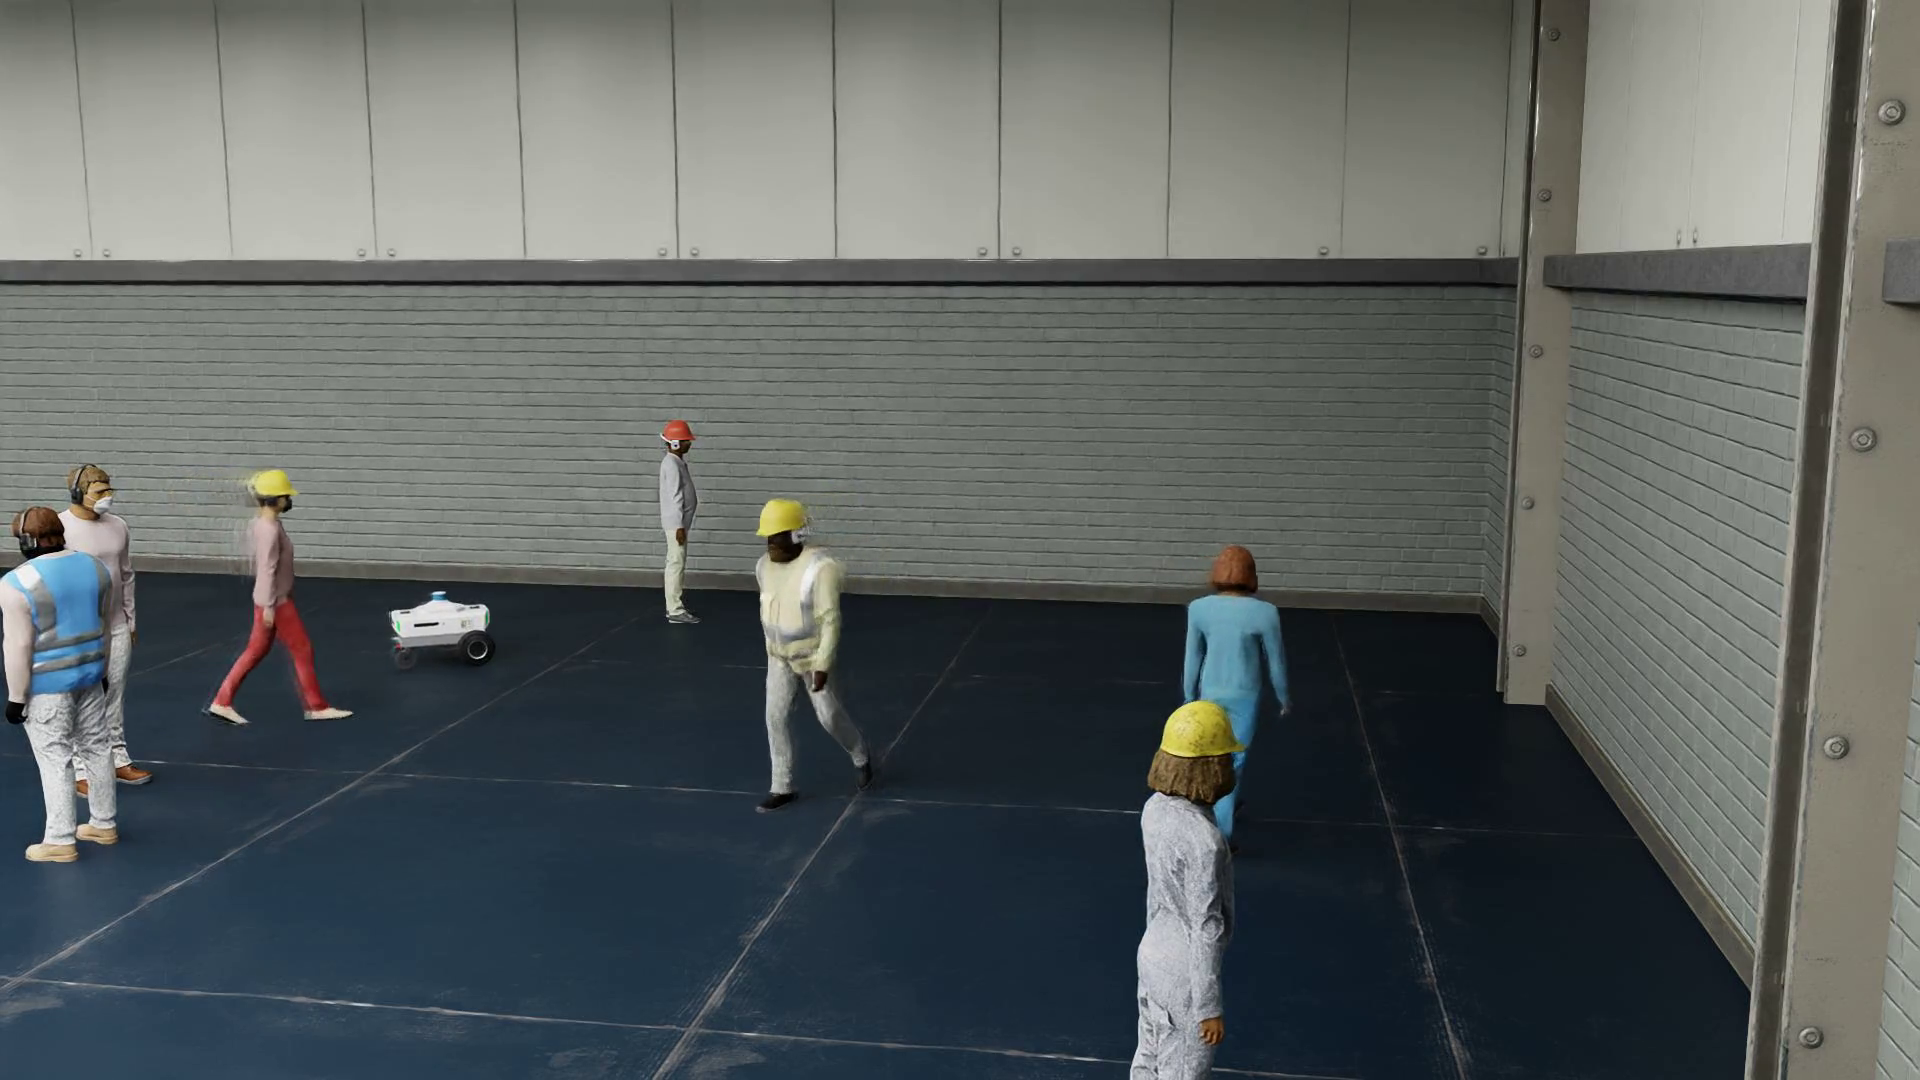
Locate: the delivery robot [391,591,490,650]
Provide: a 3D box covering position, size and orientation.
[{"bbox_3d":[-4.006,0.640,12.817,0.707,0.478,0.477,-4,10,-24],"label":"delivery robot"}]

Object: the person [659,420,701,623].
[{"bbox_3d":[-2.427,-0.164,14.387,0.326,1.752,0.559,-2,9,-12],"label":"person"}]

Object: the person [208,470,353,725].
[{"bbox_3d":[-4.603,0.388,11.067,0.879,1.727,0.532,-4,10,-25],"label":"person"}]

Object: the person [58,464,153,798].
[{"bbox_3d":[-5.018,0.520,9.639,0.375,1.933,0.625,3,10,17],"label":"person"}]

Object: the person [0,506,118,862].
[{"bbox_3d":[-4.655,0.738,8.577,0.430,1.838,0.624,3,10,20],"label":"person"}]

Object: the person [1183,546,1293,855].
[{"bbox_3d":[1.474,0.825,8.784,0.520,1.597,0.825,6,11,32],"label":"person"}]

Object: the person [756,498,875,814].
[{"bbox_3d":[-0.835,0.620,9.466,0.613,1.795,0.797,6,11,32],"label":"person"}]

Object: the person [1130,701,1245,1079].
[{"bbox_3d":[0.700,1.348,5.139,0.342,1.738,0.485,-2,9,-12],"label":"person"}]
